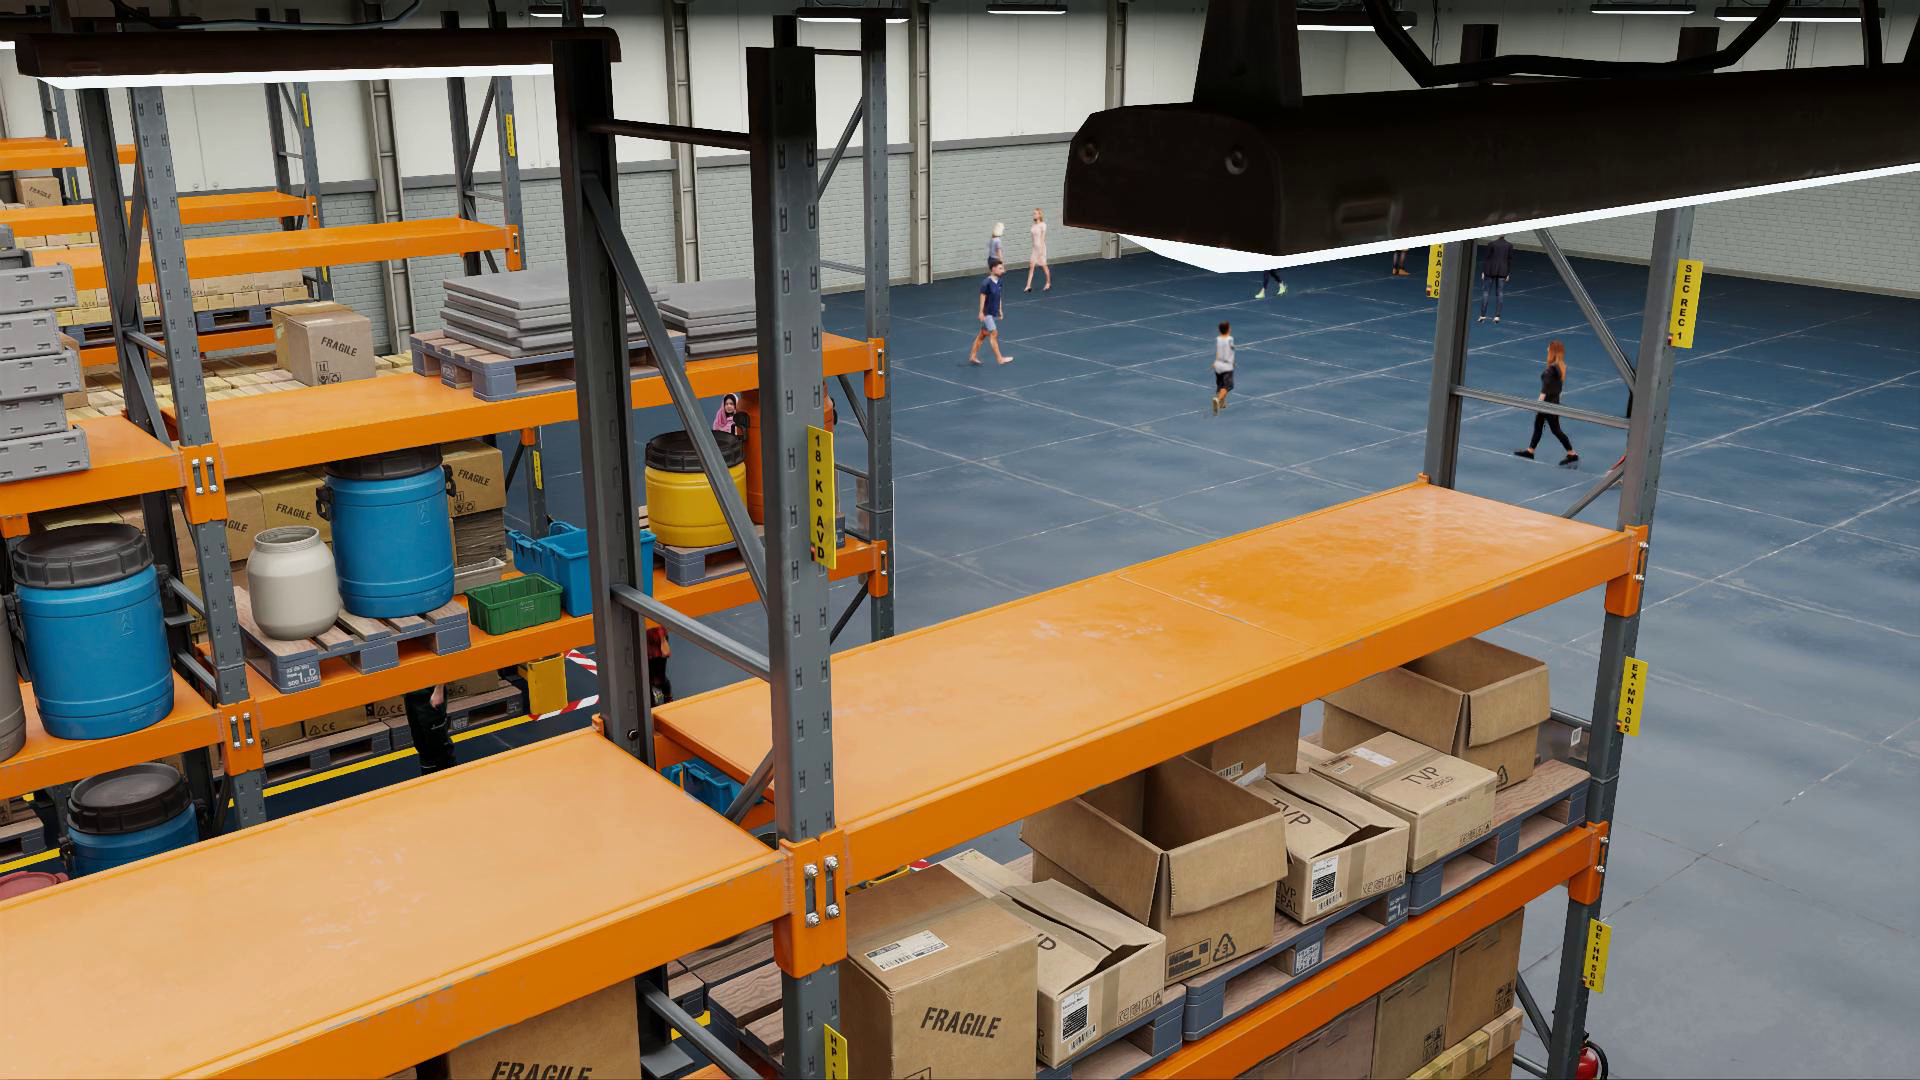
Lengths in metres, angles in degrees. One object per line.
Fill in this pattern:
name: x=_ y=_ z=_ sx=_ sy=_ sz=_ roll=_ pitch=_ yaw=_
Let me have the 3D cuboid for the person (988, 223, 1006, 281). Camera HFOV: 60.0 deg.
person: x=0.639 y=-5.698 z=34.432 sx=0.703 sy=1.697 sz=0.702 roll=-6 pitch=19 yaw=-19

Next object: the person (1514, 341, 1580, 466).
person: x=8.116 y=-1.833 z=22.583 sx=0.913 sy=1.683 sz=1.135 roll=11 pitch=21 yaw=31

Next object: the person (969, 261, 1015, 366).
person: x=0.410 y=-3.908 z=28.787 sx=0.966 sy=1.787 sz=1.115 roll=13 pitch=22 yaw=34

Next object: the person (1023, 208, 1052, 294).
person: x=1.780 y=-6.223 z=35.910 sx=1.089 sy=1.779 sz=0.641 roll=-17 pitch=24 yaw=-42

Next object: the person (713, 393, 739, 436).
person: x=-2.747 y=-0.971 z=20.013 sx=0.721 sy=1.637 sz=0.824 roll=-3 pitch=18 yaw=-8

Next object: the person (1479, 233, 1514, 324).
person: x=9.490 y=-4.745 z=29.588 sx=0.824 sy=1.782 sz=0.788 roll=2 pitch=18 yaw=7

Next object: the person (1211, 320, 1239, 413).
person: x=4.060 y=-2.703 z=25.646 sx=0.748 sy=1.442 sz=0.952 roll=10 pitch=20 yaw=28

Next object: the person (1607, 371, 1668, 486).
person: x=8.830 y=-1.573 z=21.636 sx=1.267 sy=1.776 sz=0.931 roll=-6 pitch=19 yaw=-17
